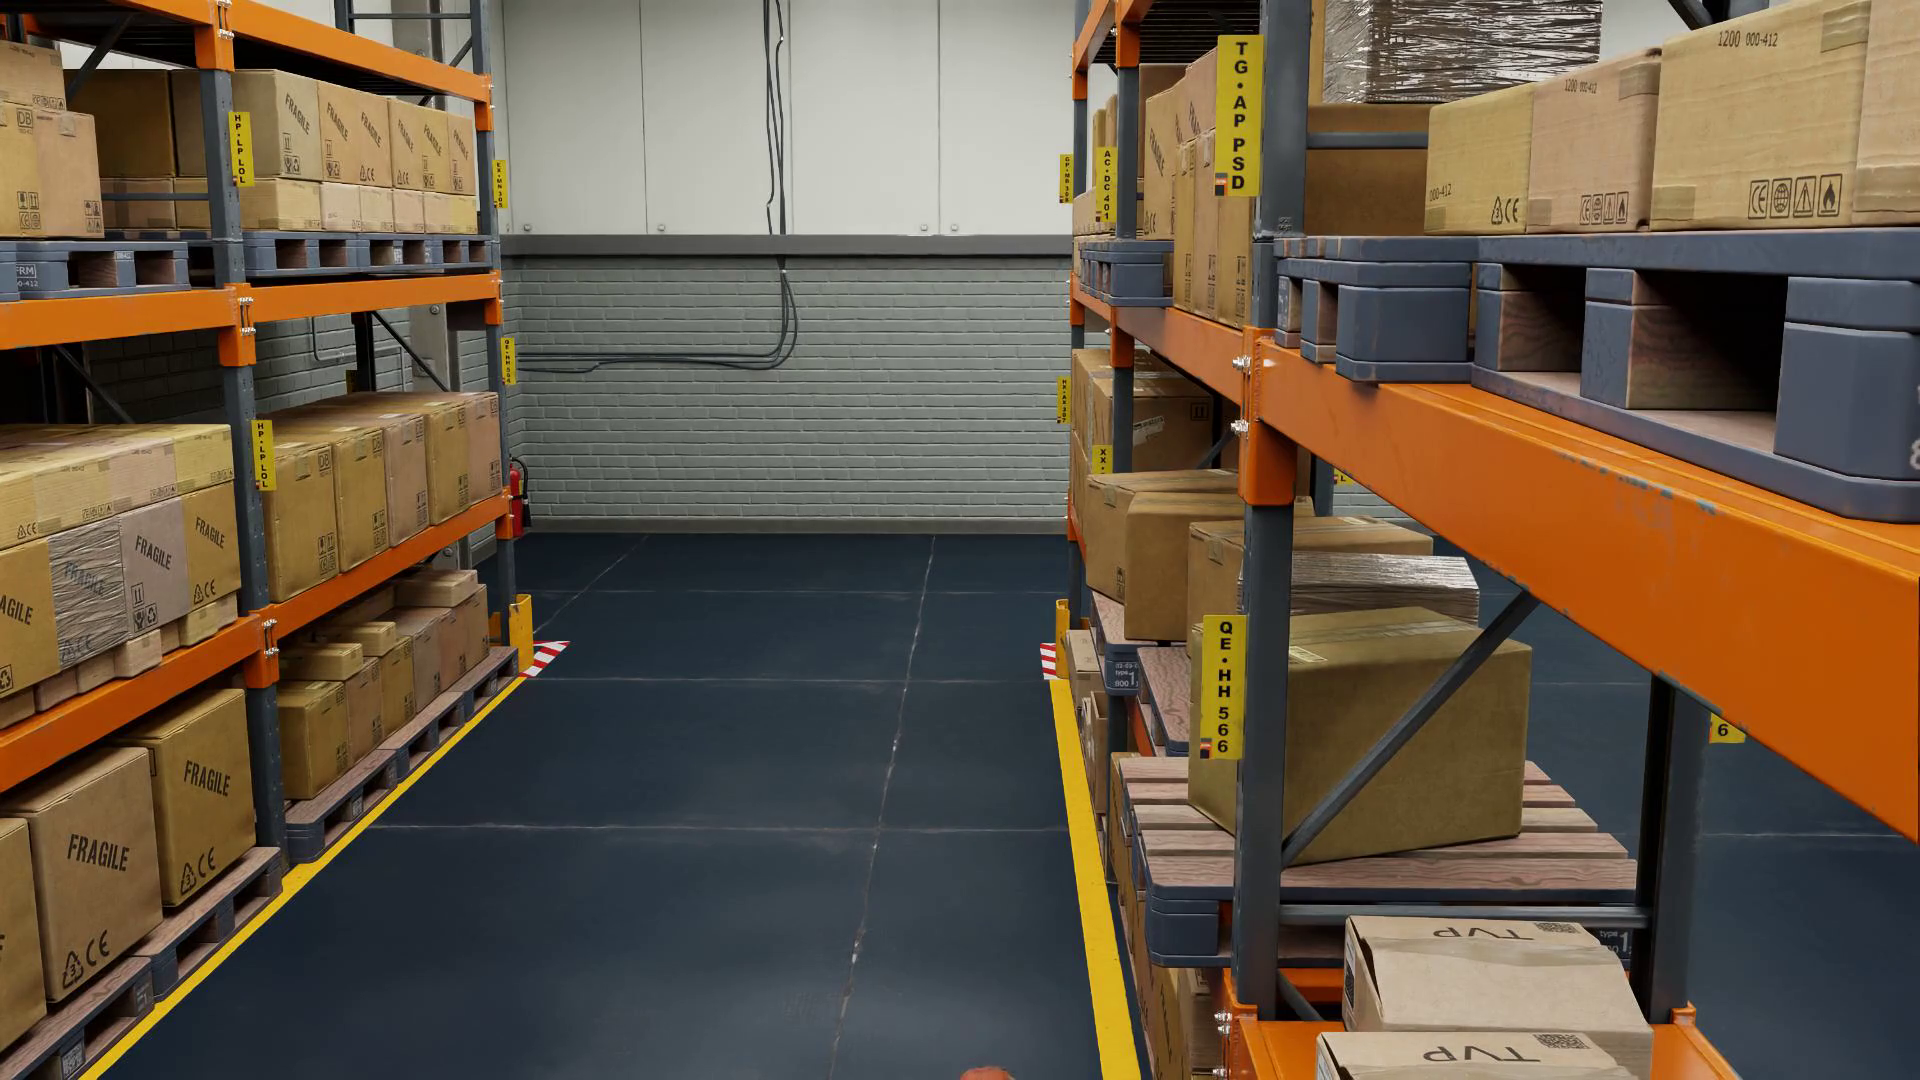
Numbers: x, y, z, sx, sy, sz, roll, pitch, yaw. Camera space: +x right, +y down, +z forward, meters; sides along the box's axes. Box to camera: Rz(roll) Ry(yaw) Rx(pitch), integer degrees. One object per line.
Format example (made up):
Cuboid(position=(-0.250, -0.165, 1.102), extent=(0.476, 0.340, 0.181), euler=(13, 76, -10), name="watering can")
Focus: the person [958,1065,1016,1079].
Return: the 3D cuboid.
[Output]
Cuboid(position=(0.014, 1.673, 2.437), extent=(0.575, 1.885, 0.355), euler=(0, 10, 1), name="person")
